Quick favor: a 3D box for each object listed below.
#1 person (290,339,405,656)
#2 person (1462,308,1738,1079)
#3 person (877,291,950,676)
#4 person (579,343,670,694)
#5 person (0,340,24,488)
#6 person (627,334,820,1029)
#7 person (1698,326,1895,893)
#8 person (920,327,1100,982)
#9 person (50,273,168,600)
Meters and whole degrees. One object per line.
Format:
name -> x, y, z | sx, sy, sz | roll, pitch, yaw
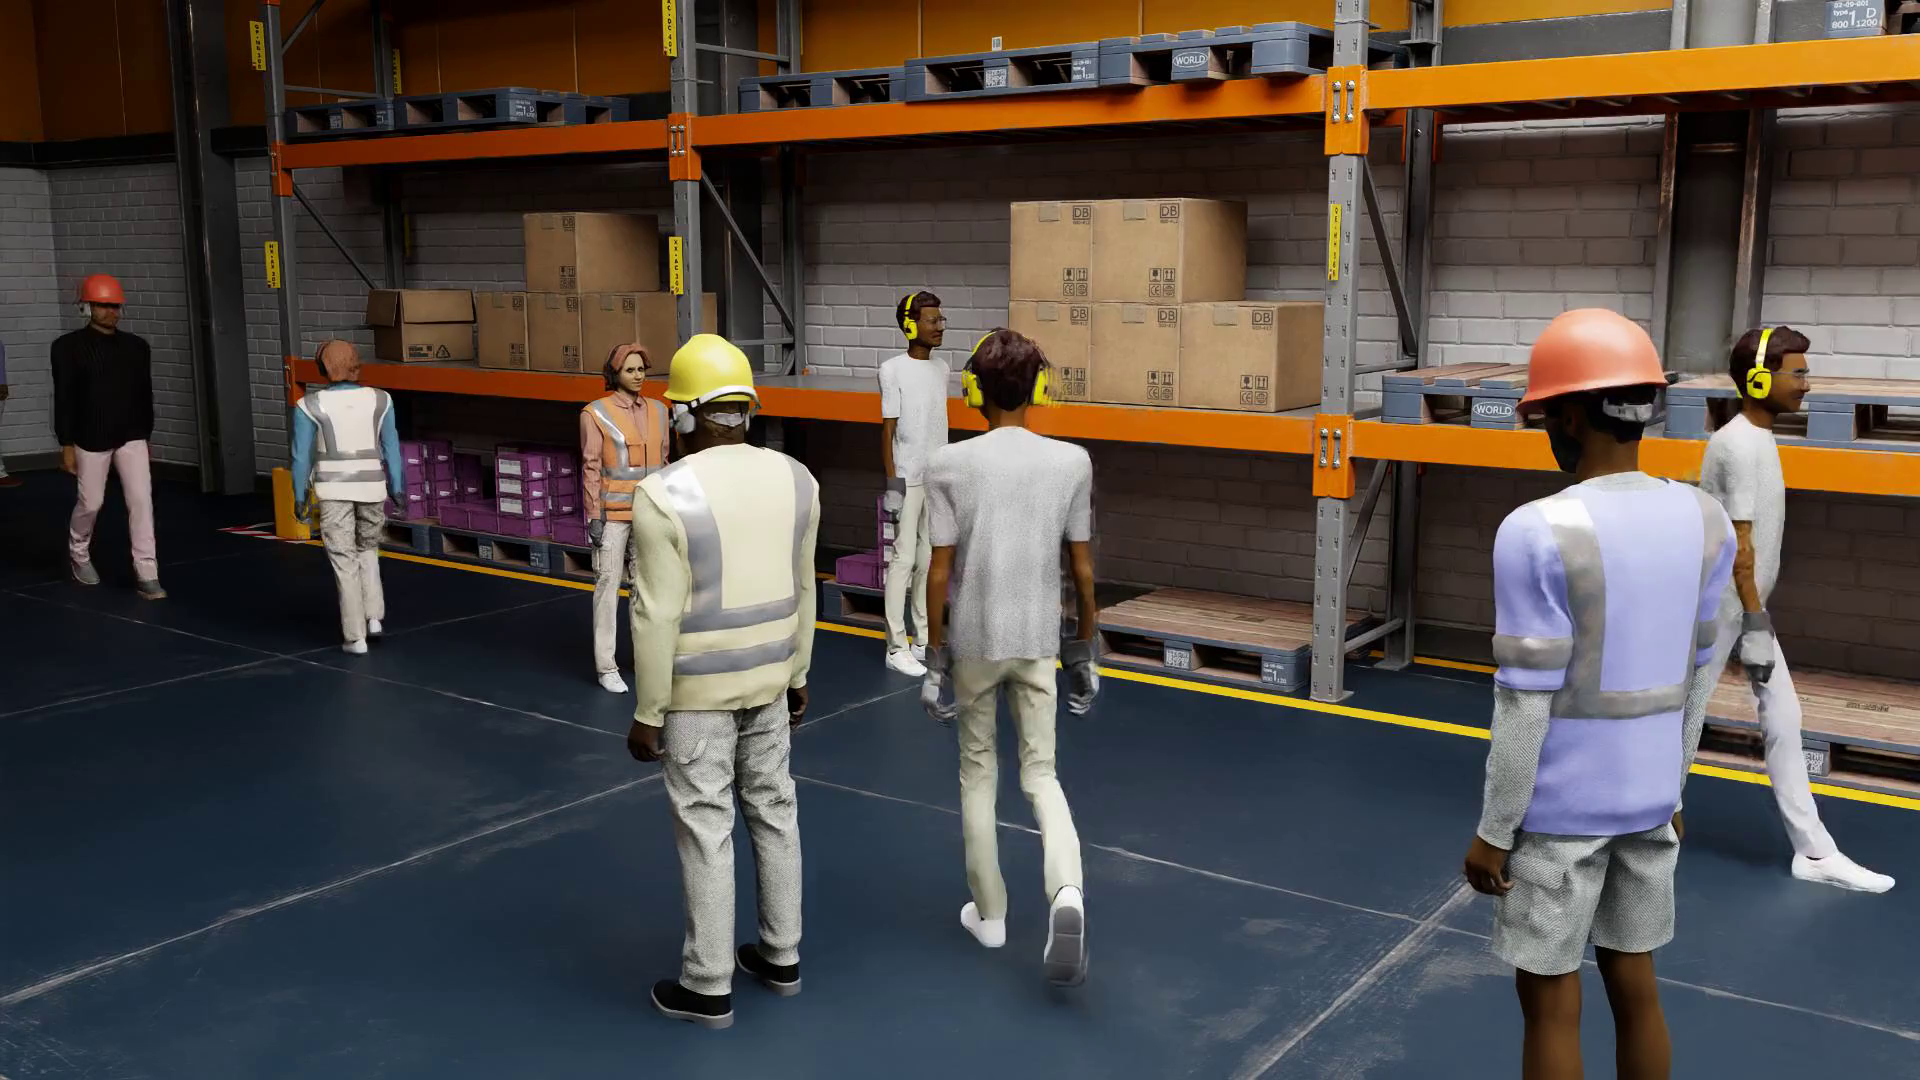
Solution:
person -> -3.162, -0.220, 8.562 | 0.546, 1.619, 0.458 | -8, 12, -38
person -> 1.242, 0.508, 3.341 | 0.543, 1.932, 0.365 | -4, 10, -25
person -> -0.191, -0.280, 8.203 | 0.325, 1.876, 0.524 | 7, 12, 35
person -> -1.567, -0.109, 7.880 | 0.308, 1.640, 0.511 | 8, 12, 39
person -> -8.722, -1.419, 14.793 | 0.629, 1.940, 0.372 | 3, 10, 19
person -> -0.641, 0.373, 4.438 | 0.404, 1.830, 0.600 | 9, 13, 41
person -> 2.528, 0.213, 5.450 | 0.998, 1.826, 0.531 | 6, 11, 34
person -> 0.152, 0.332, 4.679 | 0.520, 1.845, 0.713 | -2, 10, -11
person -> -5.206, -0.638, 10.107 | 0.975, 1.963, 0.620 | 8, 13, 40
